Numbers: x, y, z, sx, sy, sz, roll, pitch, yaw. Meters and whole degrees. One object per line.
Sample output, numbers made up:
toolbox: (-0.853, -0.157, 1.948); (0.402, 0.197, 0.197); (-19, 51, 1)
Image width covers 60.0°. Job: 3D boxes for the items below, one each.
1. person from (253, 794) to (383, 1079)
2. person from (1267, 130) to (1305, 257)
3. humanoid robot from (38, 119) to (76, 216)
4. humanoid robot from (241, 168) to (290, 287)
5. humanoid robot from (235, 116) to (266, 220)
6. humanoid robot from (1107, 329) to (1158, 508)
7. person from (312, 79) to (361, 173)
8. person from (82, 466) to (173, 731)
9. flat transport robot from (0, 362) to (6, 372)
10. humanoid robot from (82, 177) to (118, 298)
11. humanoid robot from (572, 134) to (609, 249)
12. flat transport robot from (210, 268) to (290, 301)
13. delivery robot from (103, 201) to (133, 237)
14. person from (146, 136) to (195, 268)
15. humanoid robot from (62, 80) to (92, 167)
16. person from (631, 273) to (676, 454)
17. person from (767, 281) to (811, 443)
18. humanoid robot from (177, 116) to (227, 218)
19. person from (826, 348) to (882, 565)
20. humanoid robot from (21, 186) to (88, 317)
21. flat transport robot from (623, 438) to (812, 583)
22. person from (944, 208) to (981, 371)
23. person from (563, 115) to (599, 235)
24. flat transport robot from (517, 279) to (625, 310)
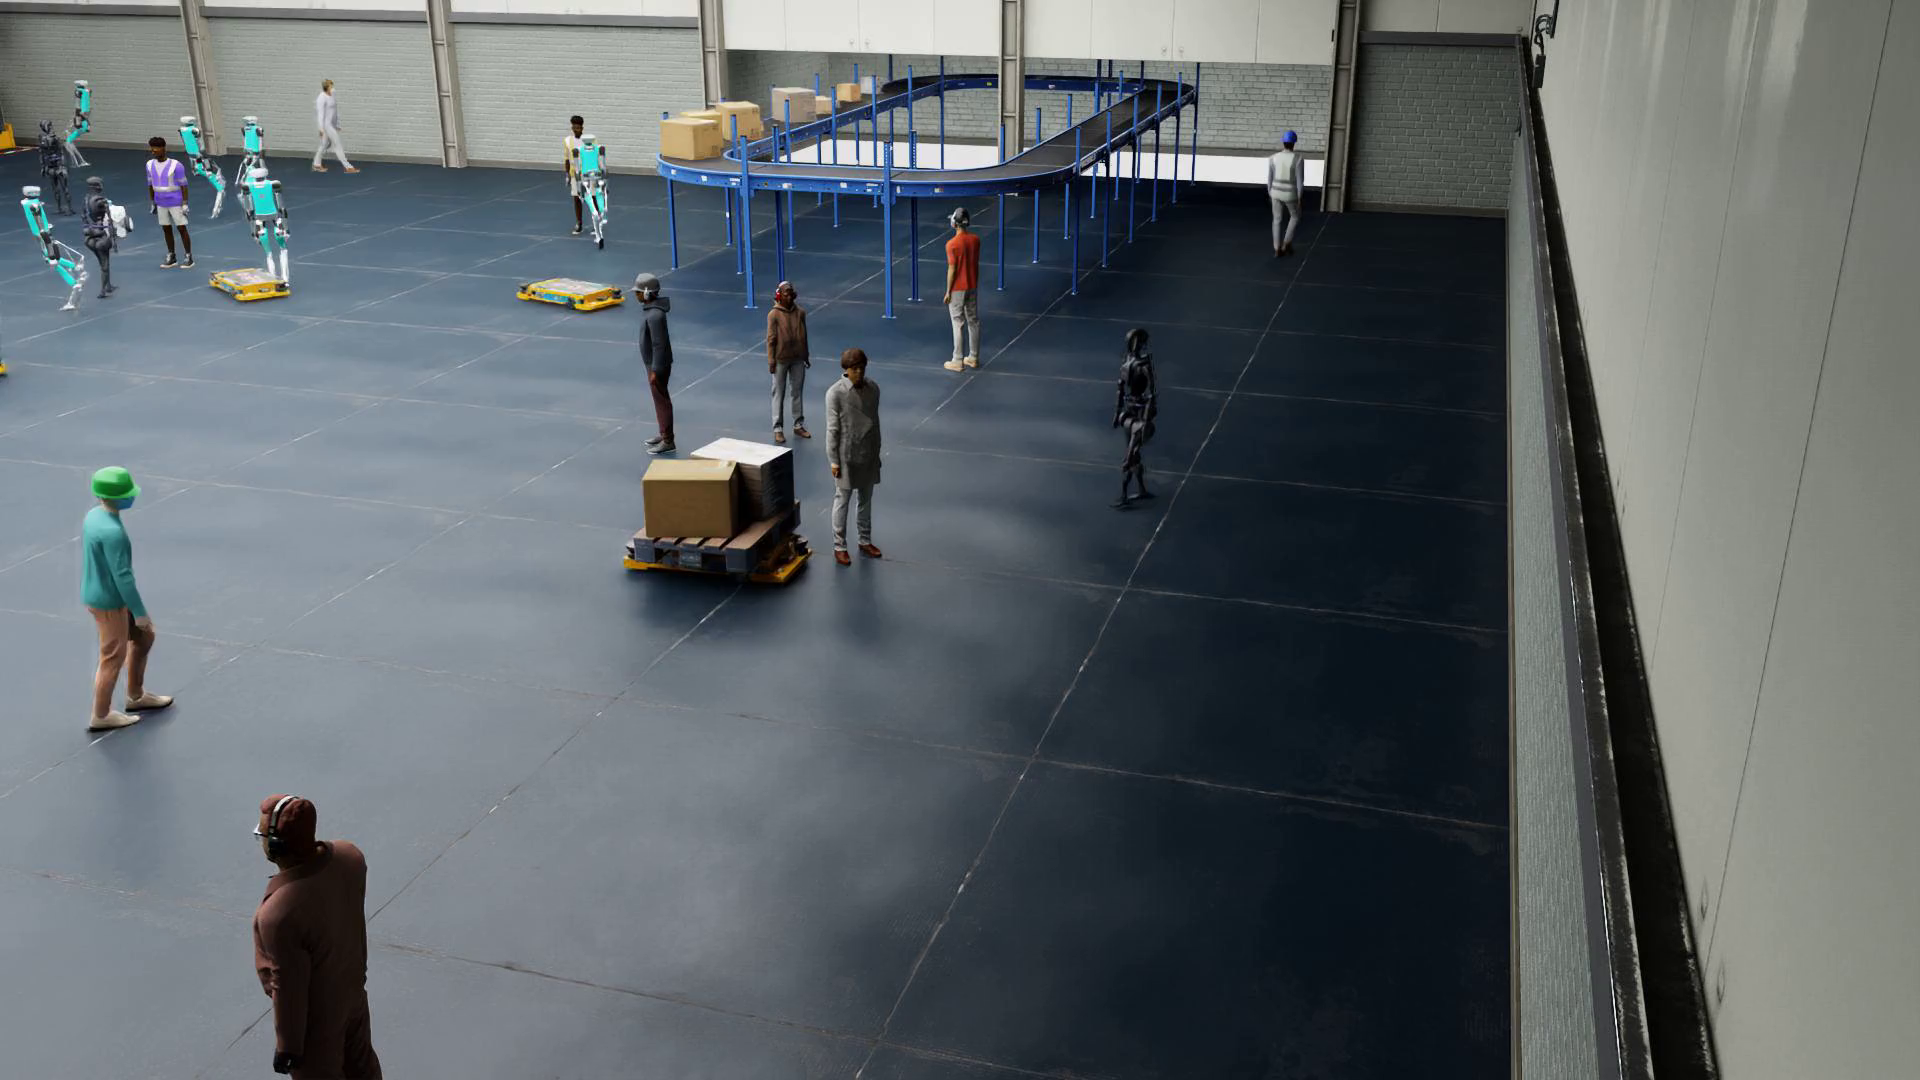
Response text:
person: (-2.686, 1.917, 6.931); (0.410, 1.906, 0.653); (3, 21, 8)
person: (5.051, -5.354, 25.750); (0.639, 1.930, 0.495); (14, 25, 32)
humanoid robot: (-15.865, -6.538, 29.164); (0.599, 1.653, 0.315); (8, 23, 20)
humanoid robot: (-9.730, -4.358, 23.511); (0.549, 1.841, 0.720); (-5, 22, -13)
humanoid robot: (-12.318, -6.342, 28.686); (0.566, 1.846, 0.748); (14, 25, 32)
humanoid robot: (1.540, -1.112, 15.117); (0.622, 1.640, 0.608); (-10, 23, -25)
person: (-12.781, -8.389, 33.720); (1.039, 1.889, 0.648); (0, 21, 0)
person: (-5.589, 0.393, 10.984); (0.647, 1.832, 0.534); (-12, 24, -28)
flat transport robot: (-11.978, -1.983, 19.320); (1.431, 0.231, 0.659); (2, 21, 5)
humanoid robot: (-12.016, -4.236, 23.240); (0.616, 1.631, 0.588); (10, 23, 23)
humanoid robot: (-5.782, -5.522, 26.497); (0.540, 1.767, 0.958); (-9, 23, -23)
flat transport robot: (-10.083, -3.628, 23.589); (0.659, 0.231, 1.431); (-17, 27, -37)
delivery robot: (-14.073, -5.317, 27.597); (0.514, 0.614, 0.786); (-5, 22, -13)
person: (-11.864, -5.061, 24.948); (0.610, 1.963, 0.364); (3, 21, 8)
humanoid robot: (-18.358, -8.624, 34.504); (0.790, 1.768, 0.541); (-1, 21, -2)
person: (-3.046, -1.767, 16.612); (0.371, 1.811, 0.543); (-4, 21, -11)
person: (-1.761, -1.832, 17.002); (0.469, 1.651, 0.329); (-13, 25, -30)
humanoid robot: (-13.127, -6.527, 29.100); (0.530, 1.785, 0.817); (14, 25, 31)
person: (-0.864, -0.703, 13.832); (0.515, 1.829, 0.360); (-14, 25, -32)
humanoid robot: (-11.882, -3.781, 22.046); (0.746, 1.862, 0.547); (-15, 26, -34)
flat transport robot: (-2.020, 0.102, 13.913); (1.431, 0.231, 0.659); (6, 22, 14)
person: (0.009, -2.943, 19.531); (0.476, 1.912, 0.398); (-16, 26, -36)
person: (-6.233, -6.022, 27.460); (0.603, 1.957, 0.380); (4, 21, 10)
flat transport robot: (-5.386, -3.400, 22.997); (1.431, 0.231, 0.659); (13, 25, 31)
